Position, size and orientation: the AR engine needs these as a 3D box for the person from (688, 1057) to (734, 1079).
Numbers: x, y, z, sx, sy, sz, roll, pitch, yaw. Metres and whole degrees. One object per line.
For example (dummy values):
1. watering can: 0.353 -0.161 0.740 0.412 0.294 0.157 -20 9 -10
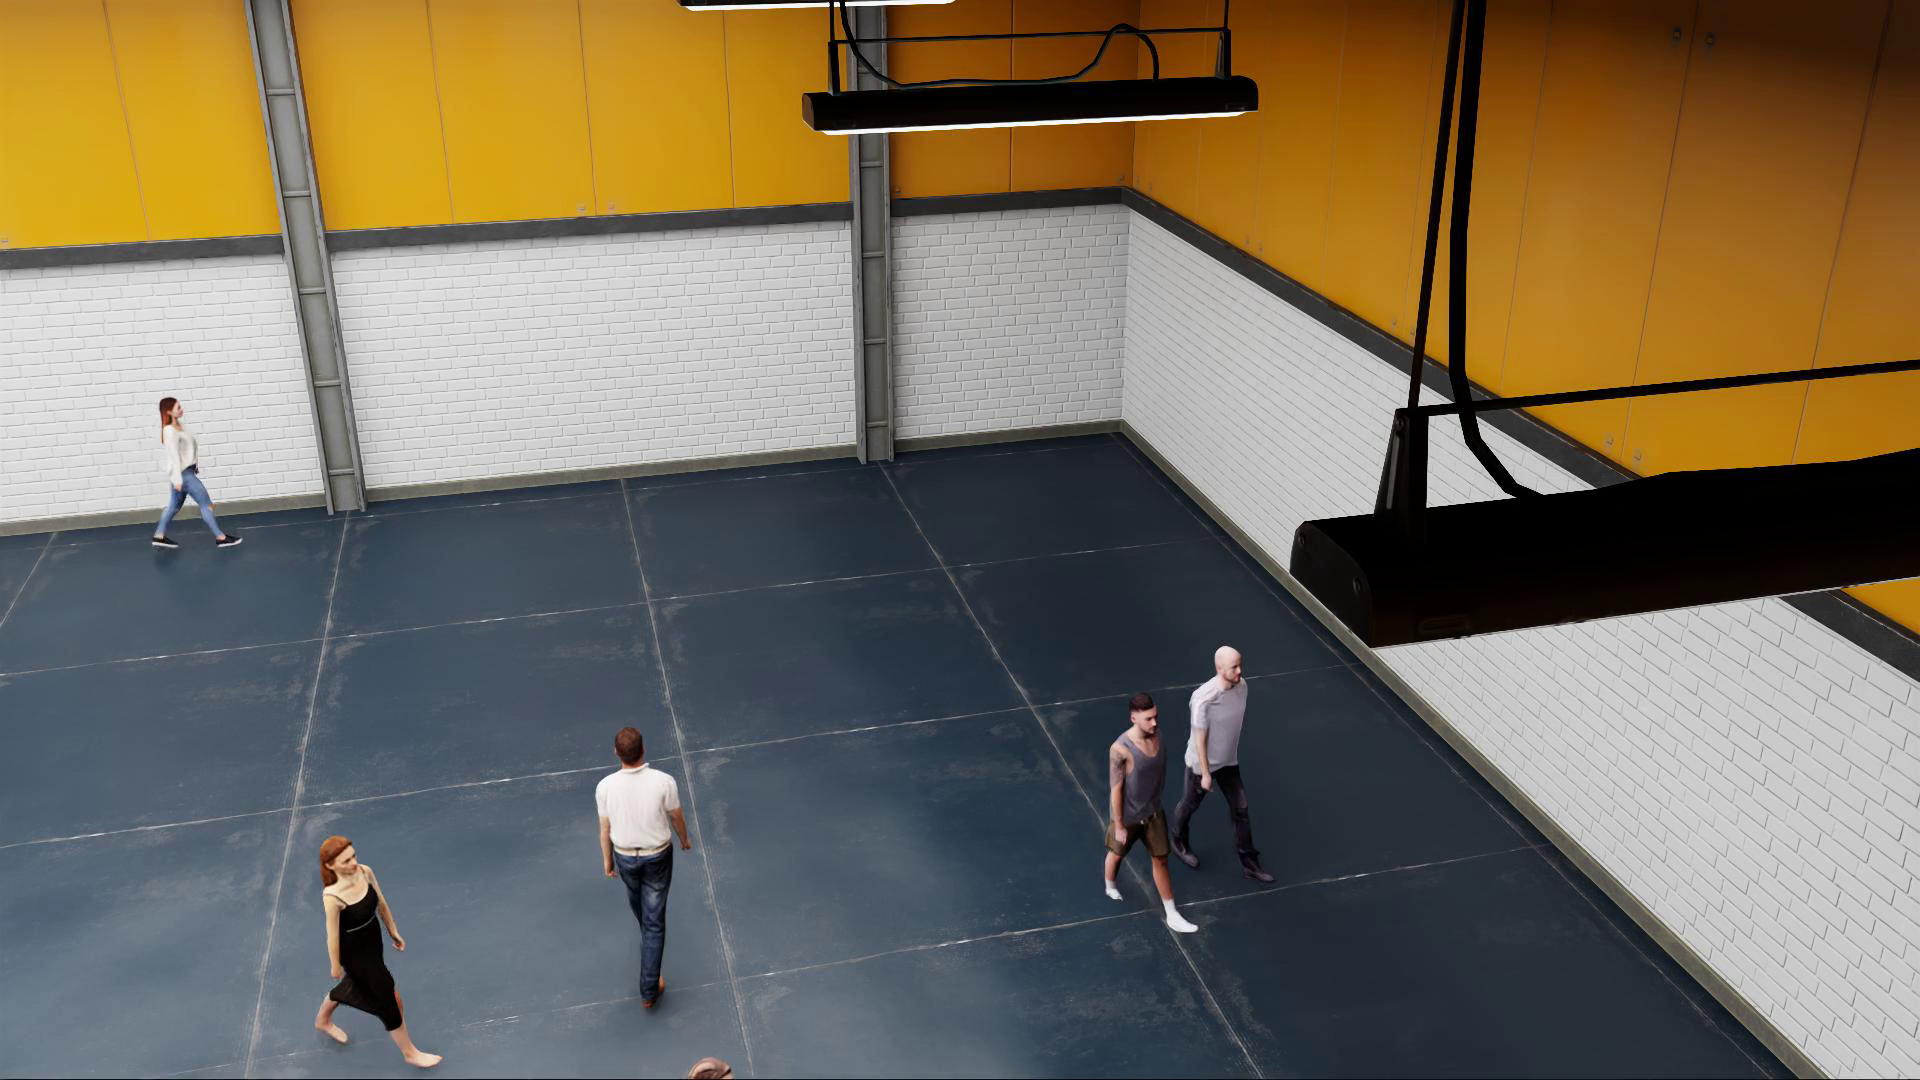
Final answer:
1. person: -1.216 3.226 8.162 0.637 1.704 0.685 2 24 5

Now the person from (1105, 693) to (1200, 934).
1. person: 1.155 1.825 11.520 1.070 1.817 0.948 -16 28 -32

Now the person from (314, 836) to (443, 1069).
1. person: -3.705 2.469 10.053 1.192 1.577 0.916 5 24 12

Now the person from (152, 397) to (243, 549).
1. person: -8.058 -0.643 17.077 1.089 1.653 0.630 -7 25 -15

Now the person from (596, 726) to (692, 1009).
1. person: -2.027 2.108 10.600 1.258 1.800 0.995 1 24 2

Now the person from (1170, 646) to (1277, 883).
1. person: 1.738 1.551 11.883 1.130 1.795 0.969 -14 27 -29
